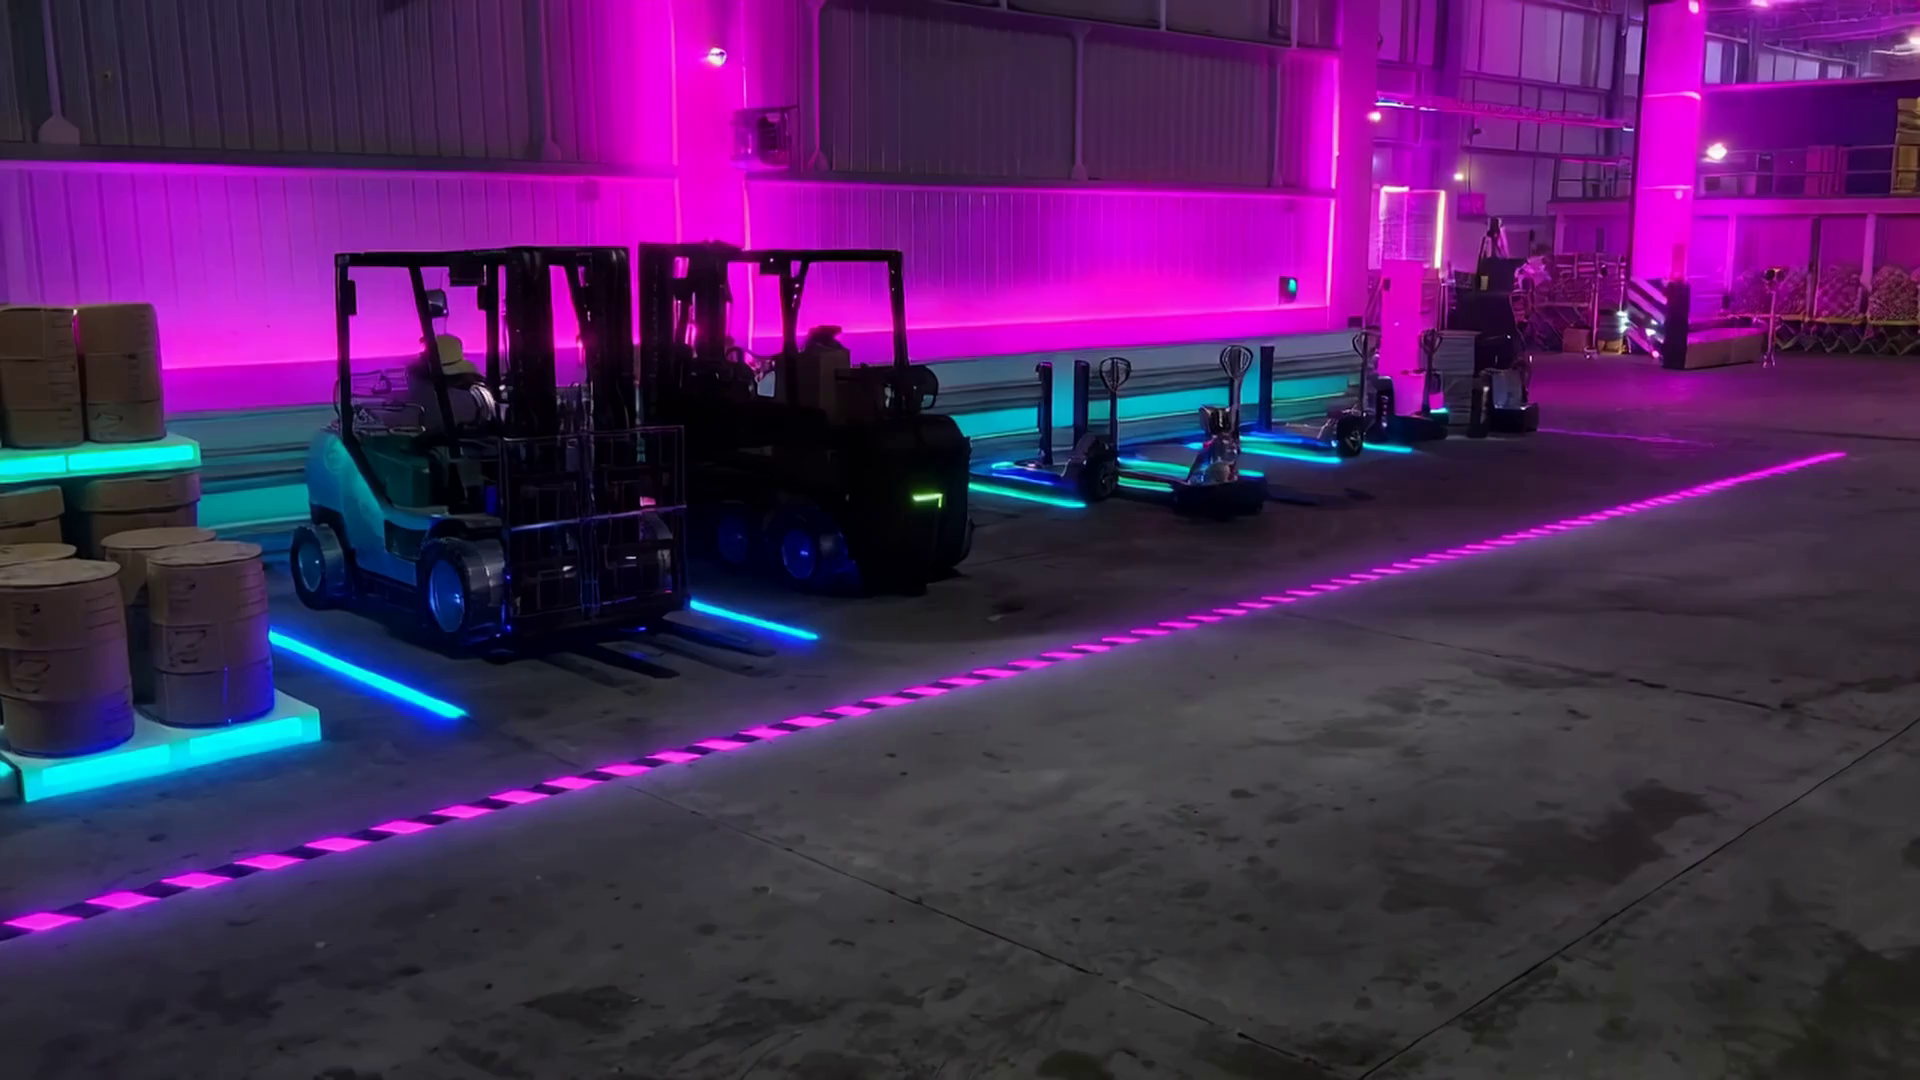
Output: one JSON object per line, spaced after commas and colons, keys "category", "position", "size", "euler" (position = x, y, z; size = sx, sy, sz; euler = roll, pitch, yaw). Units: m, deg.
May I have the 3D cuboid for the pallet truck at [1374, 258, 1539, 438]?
{"category": "pallet truck", "position": [5.704, -2.208, 18.901], "size": [1.885, 1.965, 0.823], "euler": [10, 14, 43]}

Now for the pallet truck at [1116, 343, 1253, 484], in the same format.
{"category": "pallet truck", "position": [1.962, -1.215, 15.415], "size": [1.522, 1.261, 0.704], "euler": [10, 14, 43]}

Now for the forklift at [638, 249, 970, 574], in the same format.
{"category": "forklift", "position": [-1.173, -0.958, 11.239], "size": [2.680, 1.987, 1.157], "euler": [10, 14, 43]}

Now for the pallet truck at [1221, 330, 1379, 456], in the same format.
{"category": "pallet truck", "position": [3.563, -1.581, 17.381], "size": [0.653, 1.274, 1.630], "euler": [-10, 14, -44]}

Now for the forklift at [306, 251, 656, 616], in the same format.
{"category": "forklift", "position": [-2.833, -0.669, 9.694], "size": [1.157, 1.987, 2.680], "euler": [-10, 14, -44]}

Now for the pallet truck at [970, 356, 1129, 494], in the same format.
{"category": "pallet truck", "position": [0.784, -1.085, 14.876], "size": [0.680, 1.201, 1.601], "euler": [-10, 14, -44]}

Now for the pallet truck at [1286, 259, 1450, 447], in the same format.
{"category": "pallet truck", "position": [4.493, -2.078, 18.196], "size": [0.823, 1.965, 1.885], "euler": [-9, 14, -40]}
